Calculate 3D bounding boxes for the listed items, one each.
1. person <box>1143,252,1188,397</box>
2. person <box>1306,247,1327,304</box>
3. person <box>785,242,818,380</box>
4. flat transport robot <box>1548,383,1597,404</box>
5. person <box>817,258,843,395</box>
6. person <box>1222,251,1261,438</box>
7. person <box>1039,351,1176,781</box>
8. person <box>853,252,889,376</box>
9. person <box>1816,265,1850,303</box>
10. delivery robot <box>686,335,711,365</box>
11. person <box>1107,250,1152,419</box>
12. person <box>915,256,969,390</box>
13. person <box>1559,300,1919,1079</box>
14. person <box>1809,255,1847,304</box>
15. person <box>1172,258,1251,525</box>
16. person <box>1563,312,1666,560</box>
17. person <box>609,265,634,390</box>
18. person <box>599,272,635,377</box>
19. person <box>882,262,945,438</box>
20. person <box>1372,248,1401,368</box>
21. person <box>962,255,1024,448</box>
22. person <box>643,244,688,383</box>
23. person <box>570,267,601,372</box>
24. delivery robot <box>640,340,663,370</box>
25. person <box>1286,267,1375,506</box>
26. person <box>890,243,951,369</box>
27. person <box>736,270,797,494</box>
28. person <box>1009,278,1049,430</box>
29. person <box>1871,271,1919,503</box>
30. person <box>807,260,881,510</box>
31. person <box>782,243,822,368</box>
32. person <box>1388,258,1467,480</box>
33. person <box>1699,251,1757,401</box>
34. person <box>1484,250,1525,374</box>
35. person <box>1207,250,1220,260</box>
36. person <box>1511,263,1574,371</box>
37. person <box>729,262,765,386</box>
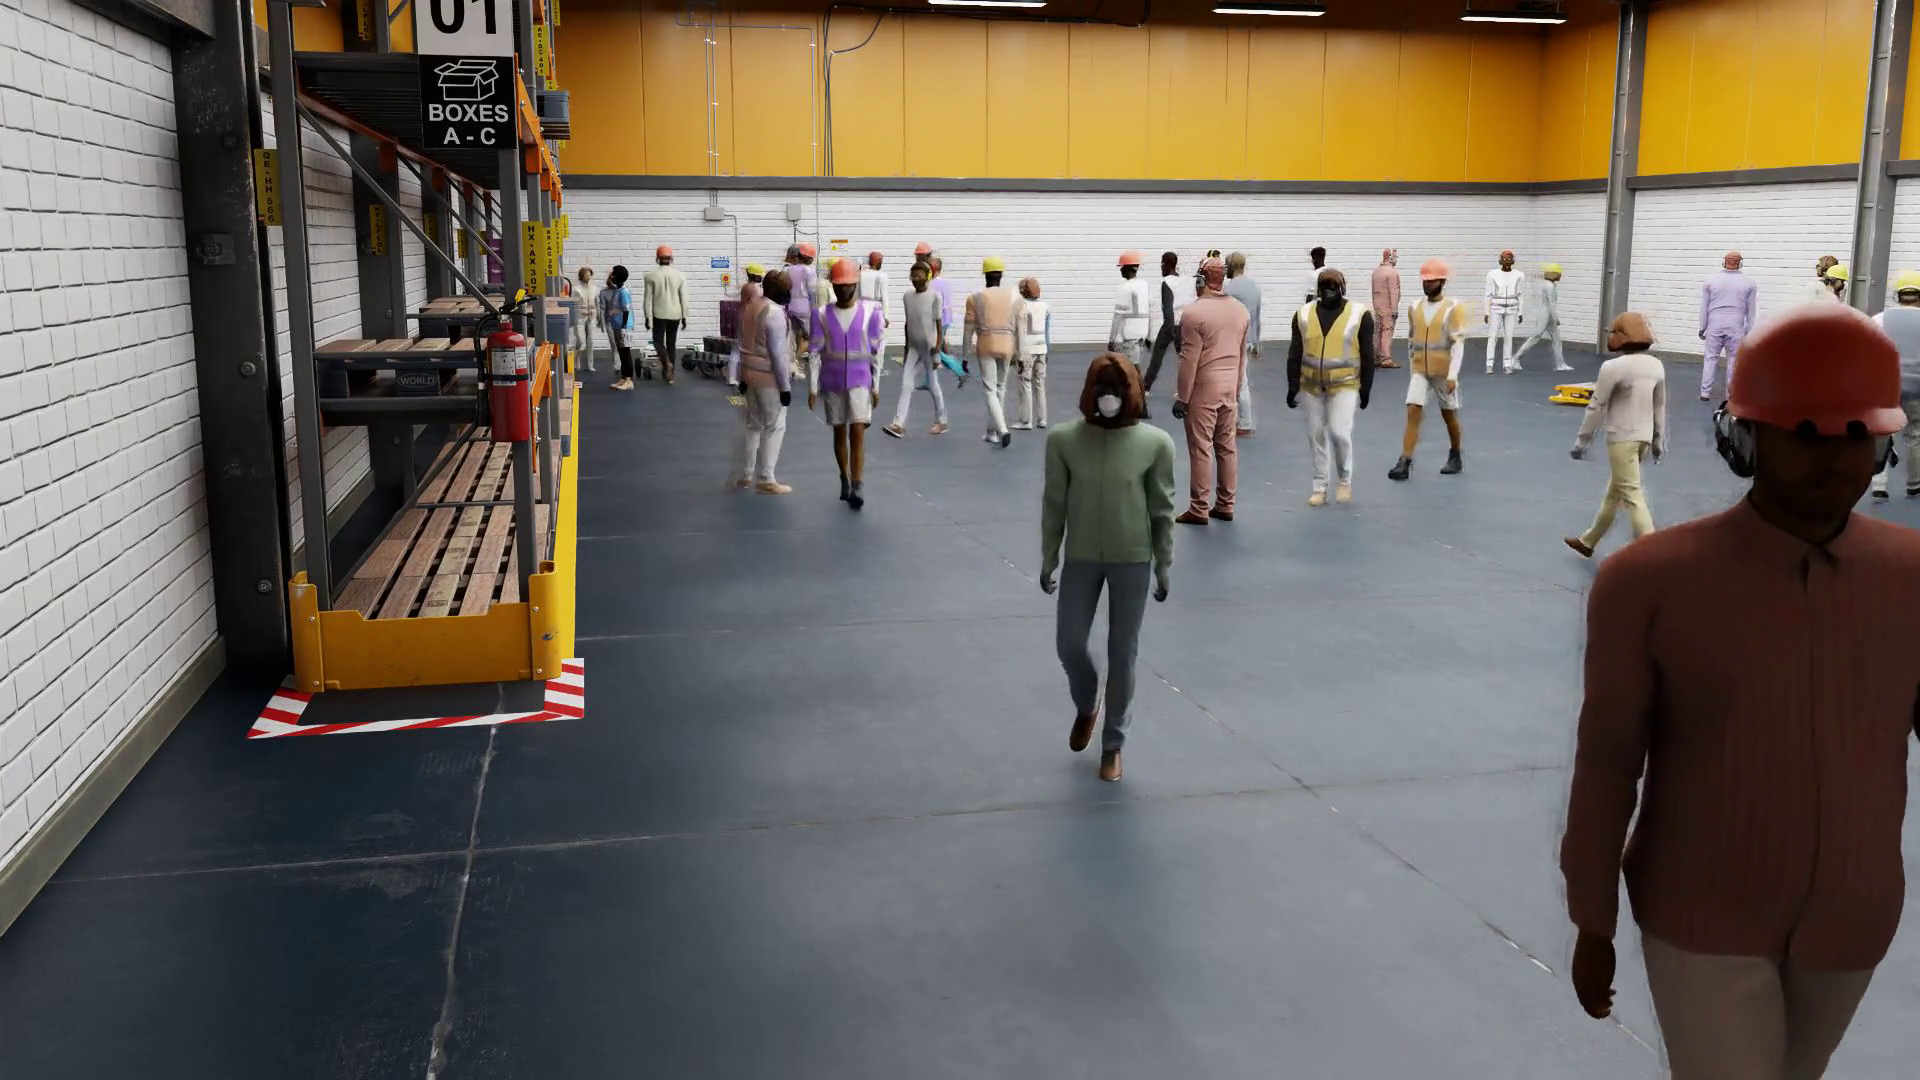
[{"bbox_3d":[2.682,-2.797,21.654,0.982,1.871,0.590,7,13,36],"label":"person"},{"bbox_3d":[5.567,-3.477,25.325,0.819,1.924,0.558,-6,12,-29],"label":"person"},{"bbox_3d":[-2.332,-3.287,23.992,0.684,2.011,0.551,10,14,43],"label":"person"},{"bbox_3d":[8.076,-1.848,20.851,1.431,0.197,0.652,-8,13,-37],"label":"flat transport robot"},{"bbox_3d":[-1.512,-2.752,21.609,0.844,1.796,0.626,5,11,24],"label":"person"},{"bbox_3d":[2.791,-2.013,17.222,0.722,1.915,0.653,8,13,37],"label":"person"},{"bbox_3d":[0.559,0.095,6.310,0.517,1.621,0.361,2,10,10],"label":"person"},{"bbox_3d":[-1.283,-3.328,24.670,0.694,1.844,0.774,6,12,29],"label":"person"},{"bbox_3d":[9.743,-2.197,18.668,0.328,1.760,0.524,1,10,7],"label":"person"},{"bbox_3d":[-3.929,-2.966,25.999,0.477,0.478,0.707,10,14,43],"label":"delivery robot"},{"bbox_3d":[1.870,-2.357,19.115,0.808,1.908,0.579,8,13,37],"label":"person"},{"bbox_3d":[-0.248,-2.903,22.417,0.736,1.819,0.568,3,11,18],"label":"person"},{"bbox_3d":[1.304,0.607,2.613,0.625,1.938,1.023,0,10,0],"label":"person"},{"bbox_3d":[10.660,-2.583,20.557,0.510,1.846,0.341,-3,11,-15],"label":"person"},{"bbox_3d":[1.774,-1.063,11.964,0.638,1.910,0.407,-8,13,-38],"label":"person"},{"bbox_3d":[4.044,-0.597,10.243,0.518,1.586,0.841,-6,12,-29],"label":"person"},{"bbox_3d":[-4.620,-2.892,22.680,0.318,1.699,0.533,-5,11,-24],"label":"person"},{"bbox_3d":[-5.156,-3.254,25.012,0.515,1.579,0.861,-1,10,-6],"label":"person"},{"bbox_3d":[-0.425,-1.954,17.191,0.535,1.803,0.991,6,12,31],"label":"person"},{"bbox_3d":[6.834,-3.698,26.569,0.406,1.906,0.654,-3,11,-14],"label":"person"},{"bbox_3d":[0.358,-1.855,16.431,0.594,1.891,0.877,-3,11,-16],"label":"person"},{"bbox_3d":[-4.157,-3.194,23.583,0.639,1.974,0.688,-4,11,-23],"label":"person"},{"bbox_3d":[-5.784,-3.402,25.671,0.547,1.622,0.351,-9,13,-39],"label":"person"},{"bbox_3d":[-4.545,-2.713,24.596,0.477,0.478,0.707,-2,10,-14],"label":"delivery robot"},{"bbox_3d":[2.824,-1.158,12.729,0.636,1.831,0.441,6,12,30],"label":"person"},{"bbox_3d":[-0.581,-3.689,26.292,1.044,1.988,0.628,1,10,4],"label":"person"},{"bbox_3d":[-1.572,-1.272,13.435,0.450,1.805,0.774,-6,12,-28],"label":"person"},{"bbox_3d":[0.766,-1.990,17.891,0.315,1.633,0.552,10,14,43],"label":"person"},{"bbox_3d":[7.338,-1.186,12.955,0.617,1.796,0.768,8,13,39],"label":"person"},{"bbox_3d":[-0.887,-1.190,12.731,0.564,1.878,1.006,-1,10,-3],"label":"person"},{"bbox_3d":[-2.670,-3.748,26.472,1.023,2.000,0.694,1,10,6],"label":"person"},{"bbox_3d":[4.069,-1.463,14.269,0.559,1.884,1.036,9,14,42],"label":"person"},{"bbox_3d":[9.693,-2.693,21.035,0.646,1.901,0.401,5,11,24],"label":"person"},{"bbox_3d":[8.292,-3.469,25.365,0.578,1.882,0.346,1,10,7],"label":"person"},{"bbox_3d":[4.417,-4.174,29.326,0.330,1.866,0.512,0,10,-2],"label":"person"},{"bbox_3d":[9.123,-3.492,26.040,0.935,1.687,0.467,5,12,28],"label":"person"},{"bbox_3d":[-2.944,-3.002,23.226,0.681,1.740,0.542,-6,12,-32],"label":"person"}]
